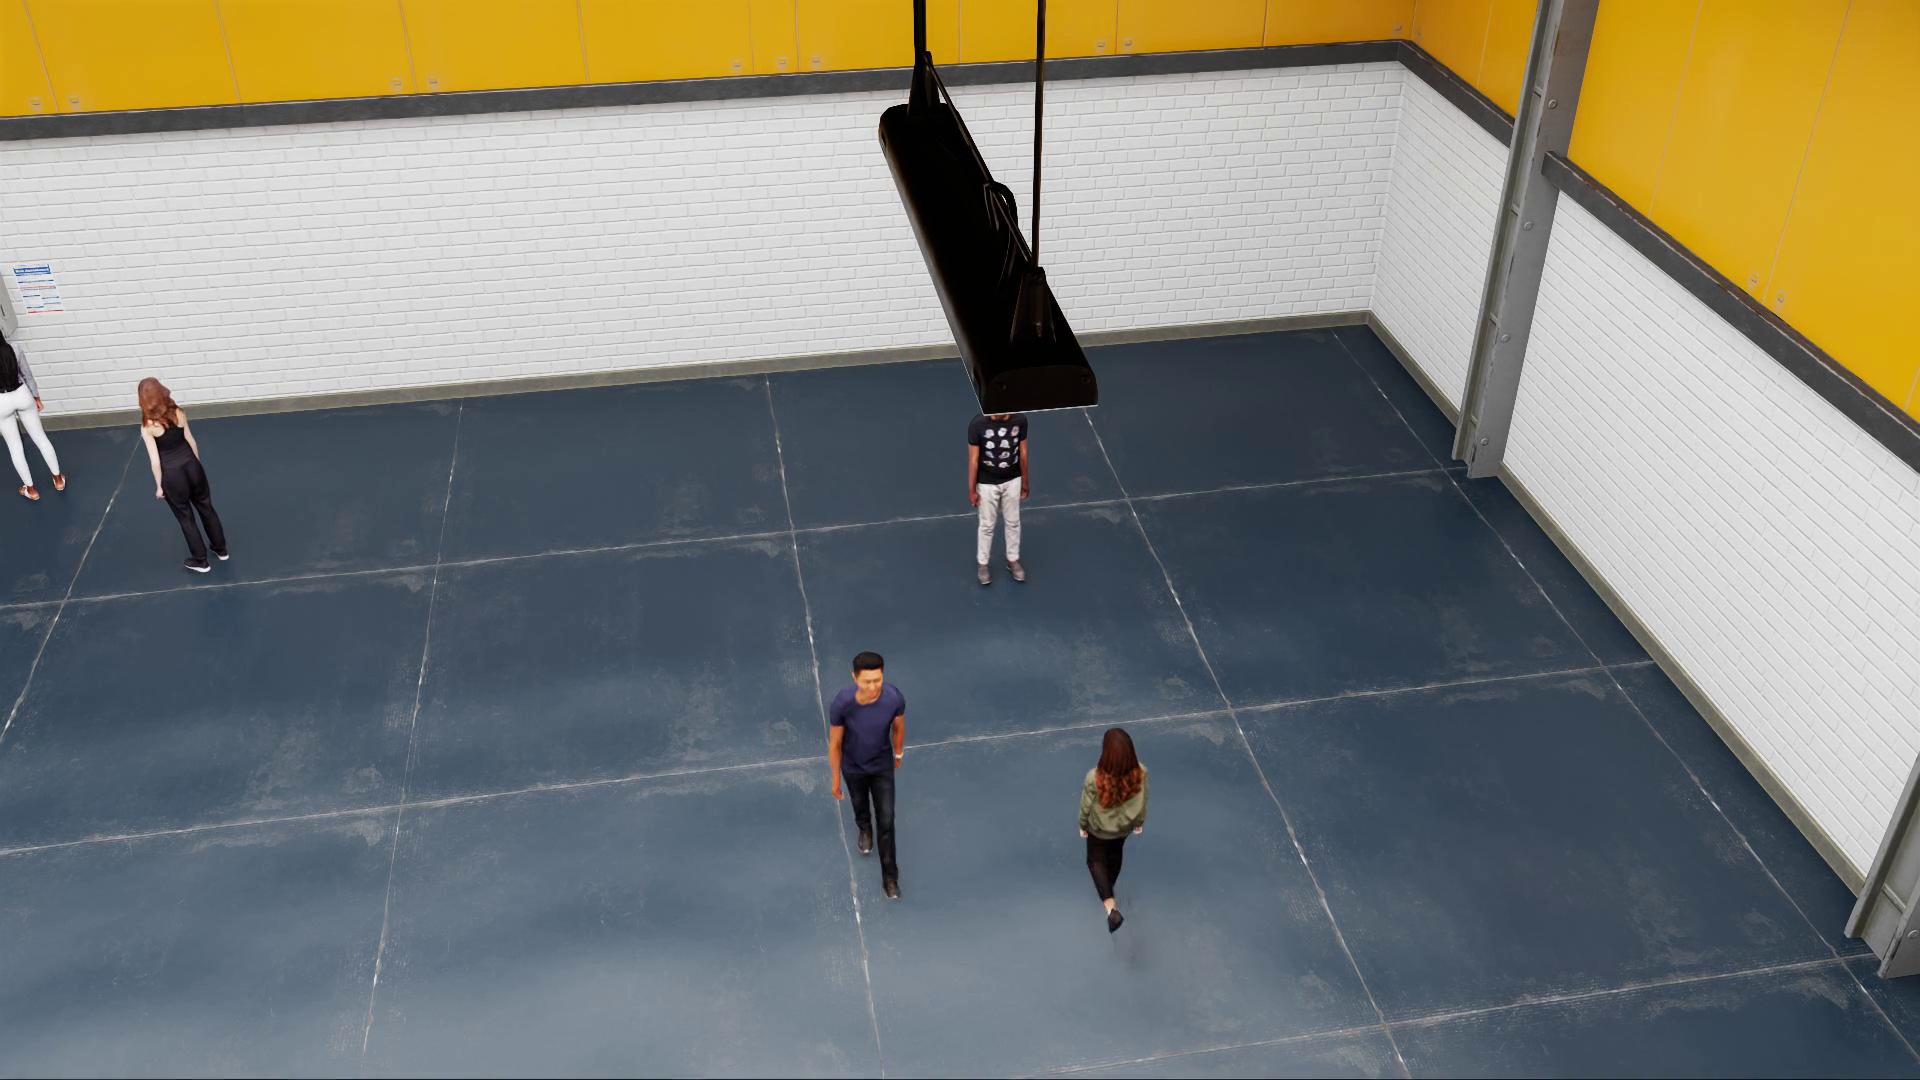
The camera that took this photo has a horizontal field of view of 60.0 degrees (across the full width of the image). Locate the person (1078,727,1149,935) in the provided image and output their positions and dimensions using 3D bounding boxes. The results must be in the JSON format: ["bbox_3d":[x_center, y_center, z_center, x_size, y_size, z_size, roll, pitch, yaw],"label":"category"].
[{"bbox_3d":[0.965,1.804,10.298,0.608,1.458,0.864,-7,34,-11],"label":"person"}]

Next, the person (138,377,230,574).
[{"bbox_3d":[-6.353,-0.537,13.563,0.710,1.743,0.646,20,39,28],"label":"person"}]

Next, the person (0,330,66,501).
[{"bbox_3d":[-8.271,-1.168,14.530,0.677,1.724,0.696,-29,43,-36],"label":"person"}]

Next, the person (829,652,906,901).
[{"bbox_3d":[-0.607,1.373,10.681,0.700,1.752,1.058,-2,34,-4],"label":"person"}]

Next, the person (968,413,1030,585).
[{"bbox_3d":[0.311,-0.482,13.427,0.666,1.802,0.618,-8,34,-11],"label":"person"}]
